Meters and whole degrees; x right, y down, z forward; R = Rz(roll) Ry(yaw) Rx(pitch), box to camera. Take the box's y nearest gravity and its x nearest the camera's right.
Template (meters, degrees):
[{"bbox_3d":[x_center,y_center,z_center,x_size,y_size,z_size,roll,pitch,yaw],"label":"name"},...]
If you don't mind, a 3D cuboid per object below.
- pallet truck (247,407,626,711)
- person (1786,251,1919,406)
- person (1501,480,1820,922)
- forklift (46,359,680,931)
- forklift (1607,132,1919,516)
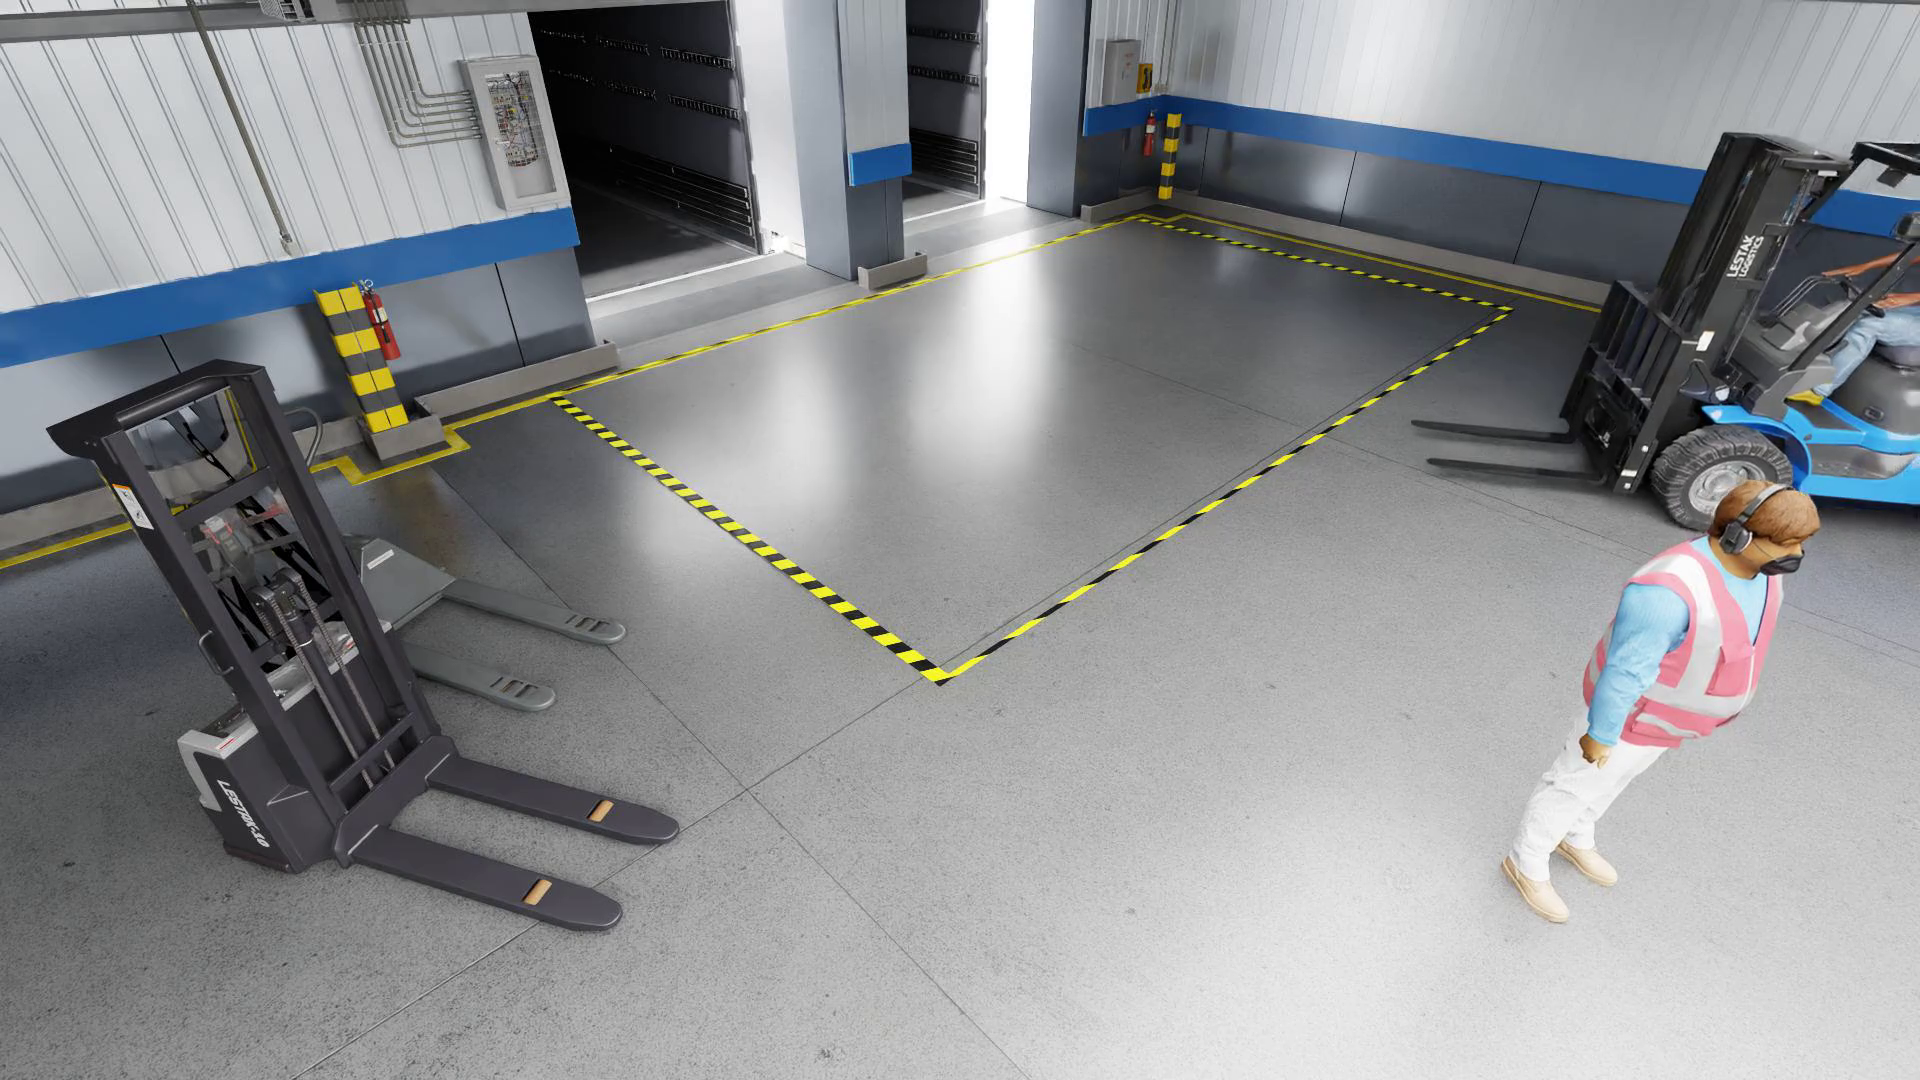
[{"bbox_3d":[-2.628,0.038,4.590,1.601,1.201,0.680,12,36,18],"label":"pallet truck"},{"bbox_3d":[5.540,-1.423,5.418,1.004,1.293,0.635,7,35,10],"label":"person"},{"bbox_3d":[2.433,0.598,3.231,0.622,1.844,0.431,-15,37,-21],"label":"person"},{"bbox_3d":[-2.135,0.422,3.354,1.885,1.965,0.823,10,35,14],"label":"forklift"},{"bbox_3d":[5.596,-1.257,5.507,2.680,2.036,1.157,7,35,10],"label":"forklift"}]
